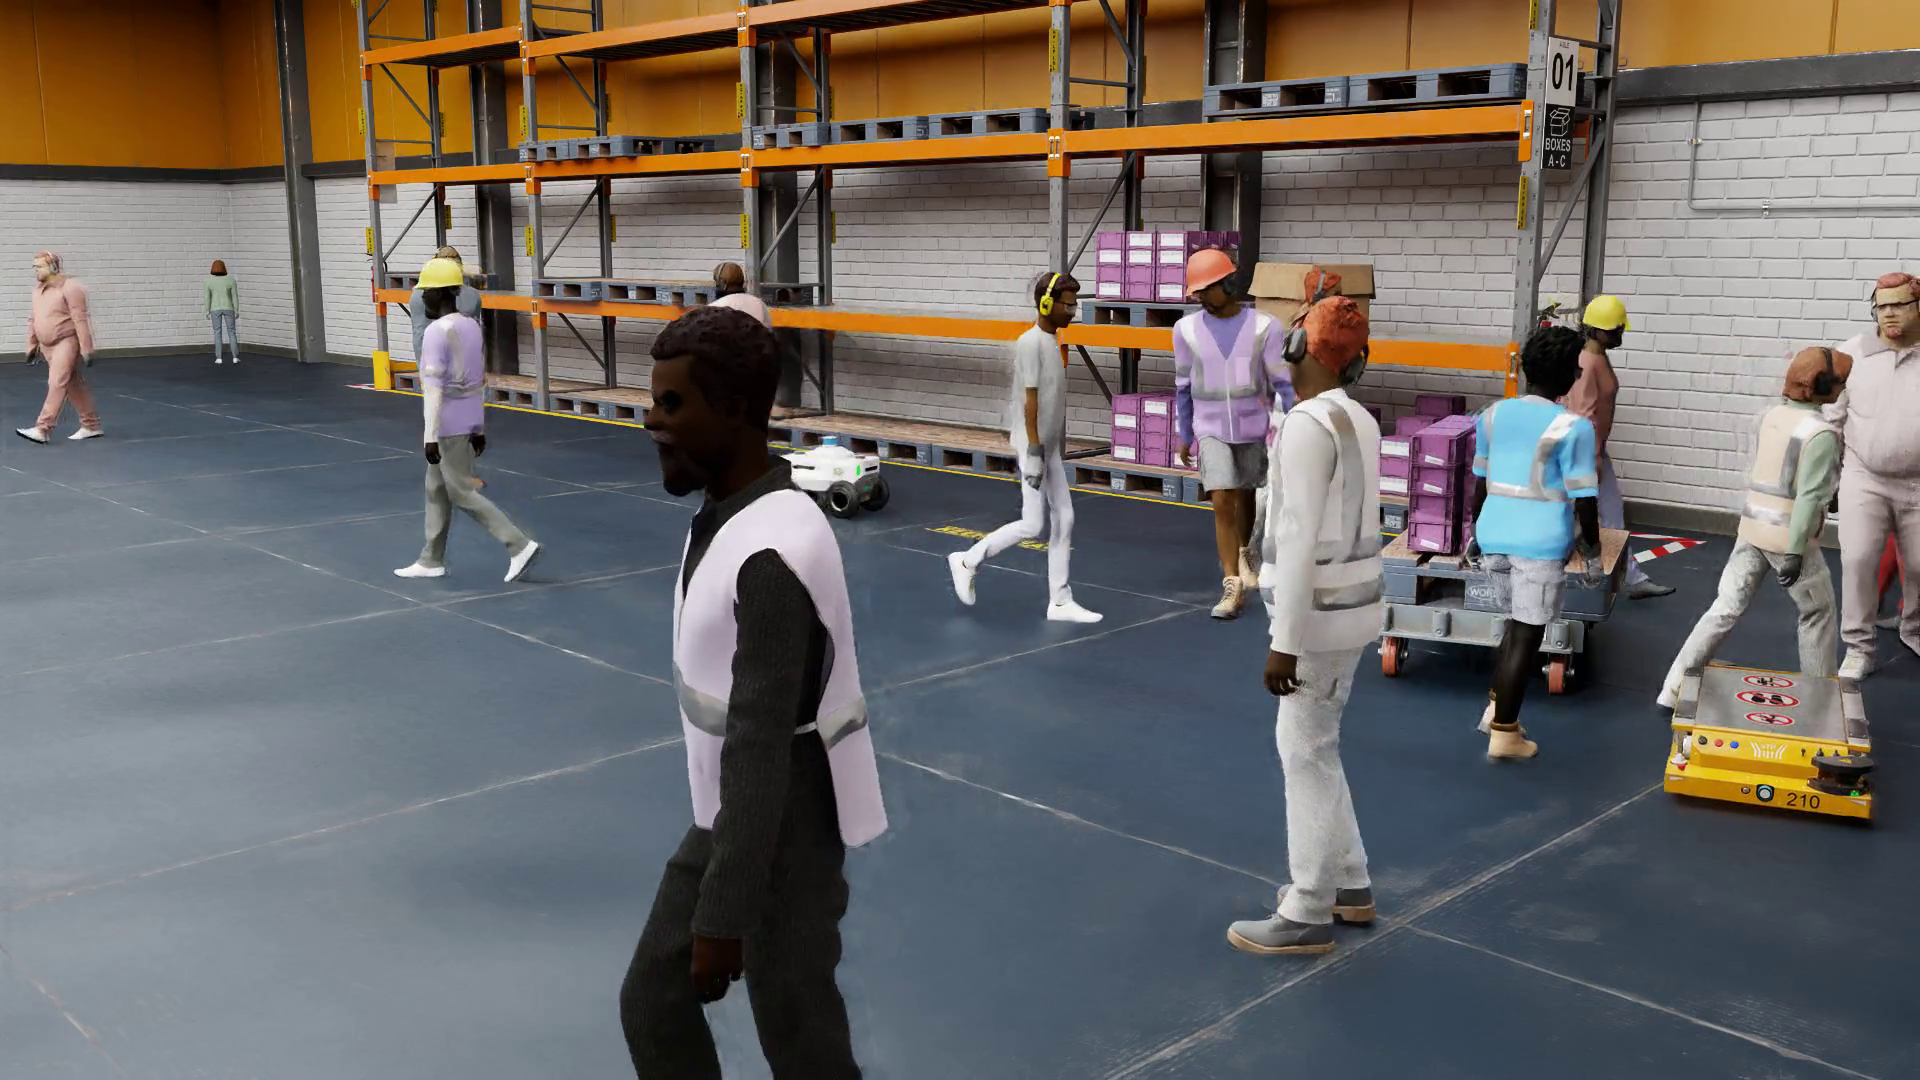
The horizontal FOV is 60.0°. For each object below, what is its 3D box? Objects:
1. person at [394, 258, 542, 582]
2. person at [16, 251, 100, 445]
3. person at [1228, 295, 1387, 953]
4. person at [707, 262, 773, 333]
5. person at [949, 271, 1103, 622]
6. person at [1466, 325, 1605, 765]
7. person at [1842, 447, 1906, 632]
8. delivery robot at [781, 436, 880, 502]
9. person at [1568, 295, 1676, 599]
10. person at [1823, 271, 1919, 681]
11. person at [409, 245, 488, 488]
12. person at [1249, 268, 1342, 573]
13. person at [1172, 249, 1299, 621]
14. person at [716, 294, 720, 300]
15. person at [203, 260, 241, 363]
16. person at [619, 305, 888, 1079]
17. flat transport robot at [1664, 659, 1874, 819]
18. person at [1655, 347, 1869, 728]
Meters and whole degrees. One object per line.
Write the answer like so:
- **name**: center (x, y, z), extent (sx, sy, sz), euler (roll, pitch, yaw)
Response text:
- **person**: center (-2.900, -0.686, 9.686), extent (0.876, 1.896, 0.594), euler (1, 10, 4)
- **person**: center (-8.863, -1.862, 16.195), extent (0.683, 1.854, 0.992), euler (6, 12, 29)
- **person**: center (1.006, 0.259, 4.662), extent (0.410, 1.860, 0.619), euler (4, 11, 20)
- **person**: center (-1.676, -1.129, 12.279), extent (0.438, 1.829, 0.652), euler (8, 13, 38)
- **person**: center (0.342, -0.471, 8.687), extent (0.797, 1.830, 0.536), euler (3, 11, 18)
- **person**: center (2.205, 0.027, 6.357), extent (0.460, 1.677, 0.557), euler (-5, 12, -25)
- **person**: center (4.837, -0.414, 8.644), extent (0.547, 1.714, 0.814), euler (-2, 11, -12)
- **delivery robot**: center (-0.949, -0.513, 12.142), extent (0.707, 0.478, 0.477), euler (6, 12, 27)
- **person**: center (3.481, -0.496, 9.168), extent (0.893, 1.695, 0.566), euler (6, 12, 31)
- **person**: center (4.299, -0.292, 7.624), extent (0.662, 1.872, 0.683), euler (7, 13, 34)
- **person**: center (-4.035, -1.352, 13.196), extent (0.372, 1.941, 0.627), euler (9, 14, 40)
- **person**: center (2.065, -0.683, 9.850), extent (0.980, 1.831, 0.565), euler (3, 11, 18)
- **person**: center (1.514, -0.605, 9.112), extent (0.724, 1.956, 1.092), euler (2, 11, 10)
- **person**: center (-1.861, -1.309, 13.718), extent (0.890, 1.643, 0.550), euler (-7, 13, -34)
- **person**: center (-11.691, -3.611, 26.345), extent (0.501, 1.633, 0.283), euler (-5, 11, -24)
- **person**: center (-0.464, 0.541, 2.971), extent (0.693, 1.895, 0.631), euler (-3, 11, -17)
- **flat transport robot**: center (3.118, 0.725, 6.419), extent (0.652, 0.197, 1.431), euler (5, 12, 25)
- **person**: center (3.310, 0.004, 6.797), extent (0.825, 1.590, 0.534), euler (-1, 10, -5)
